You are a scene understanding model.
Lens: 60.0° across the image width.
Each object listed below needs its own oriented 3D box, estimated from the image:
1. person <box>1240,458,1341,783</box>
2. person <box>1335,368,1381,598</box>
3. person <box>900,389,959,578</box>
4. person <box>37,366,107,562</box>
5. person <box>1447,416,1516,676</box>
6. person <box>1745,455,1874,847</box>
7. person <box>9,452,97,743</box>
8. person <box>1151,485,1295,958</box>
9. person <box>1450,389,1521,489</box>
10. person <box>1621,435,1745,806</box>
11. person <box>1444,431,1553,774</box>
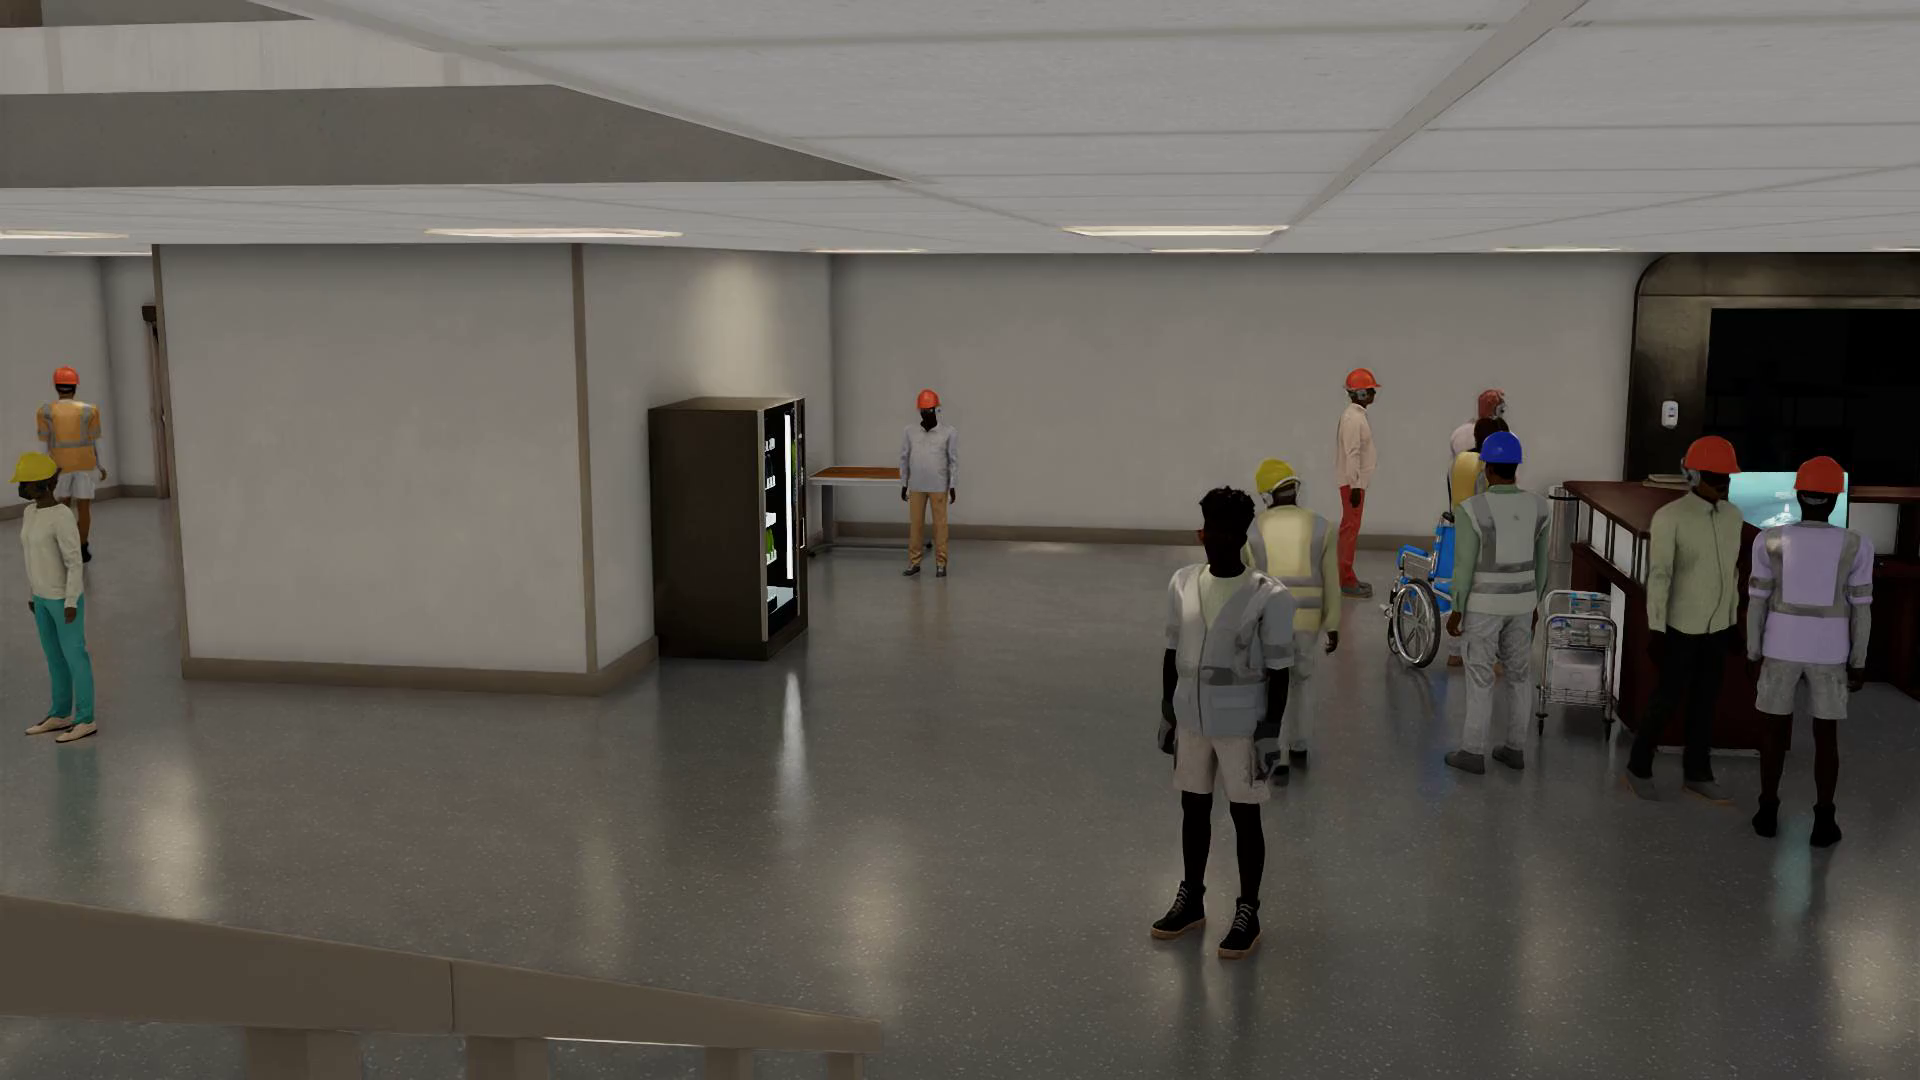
[{"bbox_3d":[1.822,0.441,9.390,0.612,1.784,0.725,1,9,4],"label":"person"},{"bbox_3d":[3.469,-0.502,14.571,0.375,1.997,0.612,2,10,14],"label":"person"},{"bbox_3d":[-0.294,-0.523,15.447,0.563,1.753,0.327,2,9,14],"label":"person"},{"bbox_3d":[-8.677,-0.741,16.286,0.549,1.921,0.474,-3,10,-20],"label":"person"},{"bbox_3d":[3.696,0.040,11.753,0.429,1.836,0.632,-3,10,-18],"label":"person"},{"bbox_3d":[4.225,0.544,8.308,0.552,1.935,0.372,5,10,28],"label":"person"},{"bbox_3d":[-5.502,0.343,10.076,0.526,1.765,0.329,6,11,35],"label":"person"},{"bbox_3d":[1.089,0.748,6.958,0.606,1.966,0.367,8,12,39],"label":"person"},{"bbox_3d":[4.264,-0.272,13.460,0.399,1.900,0.644,-6,11,-33],"label":"person"},{"bbox_3d":[3.916,0.431,8.864,0.626,1.998,0.414,-4,10,-25],"label":"person"},{"bbox_3d":[3.037,0.358,9.420,0.605,1.948,0.386,-3,10,-17],"label":"person"}]
